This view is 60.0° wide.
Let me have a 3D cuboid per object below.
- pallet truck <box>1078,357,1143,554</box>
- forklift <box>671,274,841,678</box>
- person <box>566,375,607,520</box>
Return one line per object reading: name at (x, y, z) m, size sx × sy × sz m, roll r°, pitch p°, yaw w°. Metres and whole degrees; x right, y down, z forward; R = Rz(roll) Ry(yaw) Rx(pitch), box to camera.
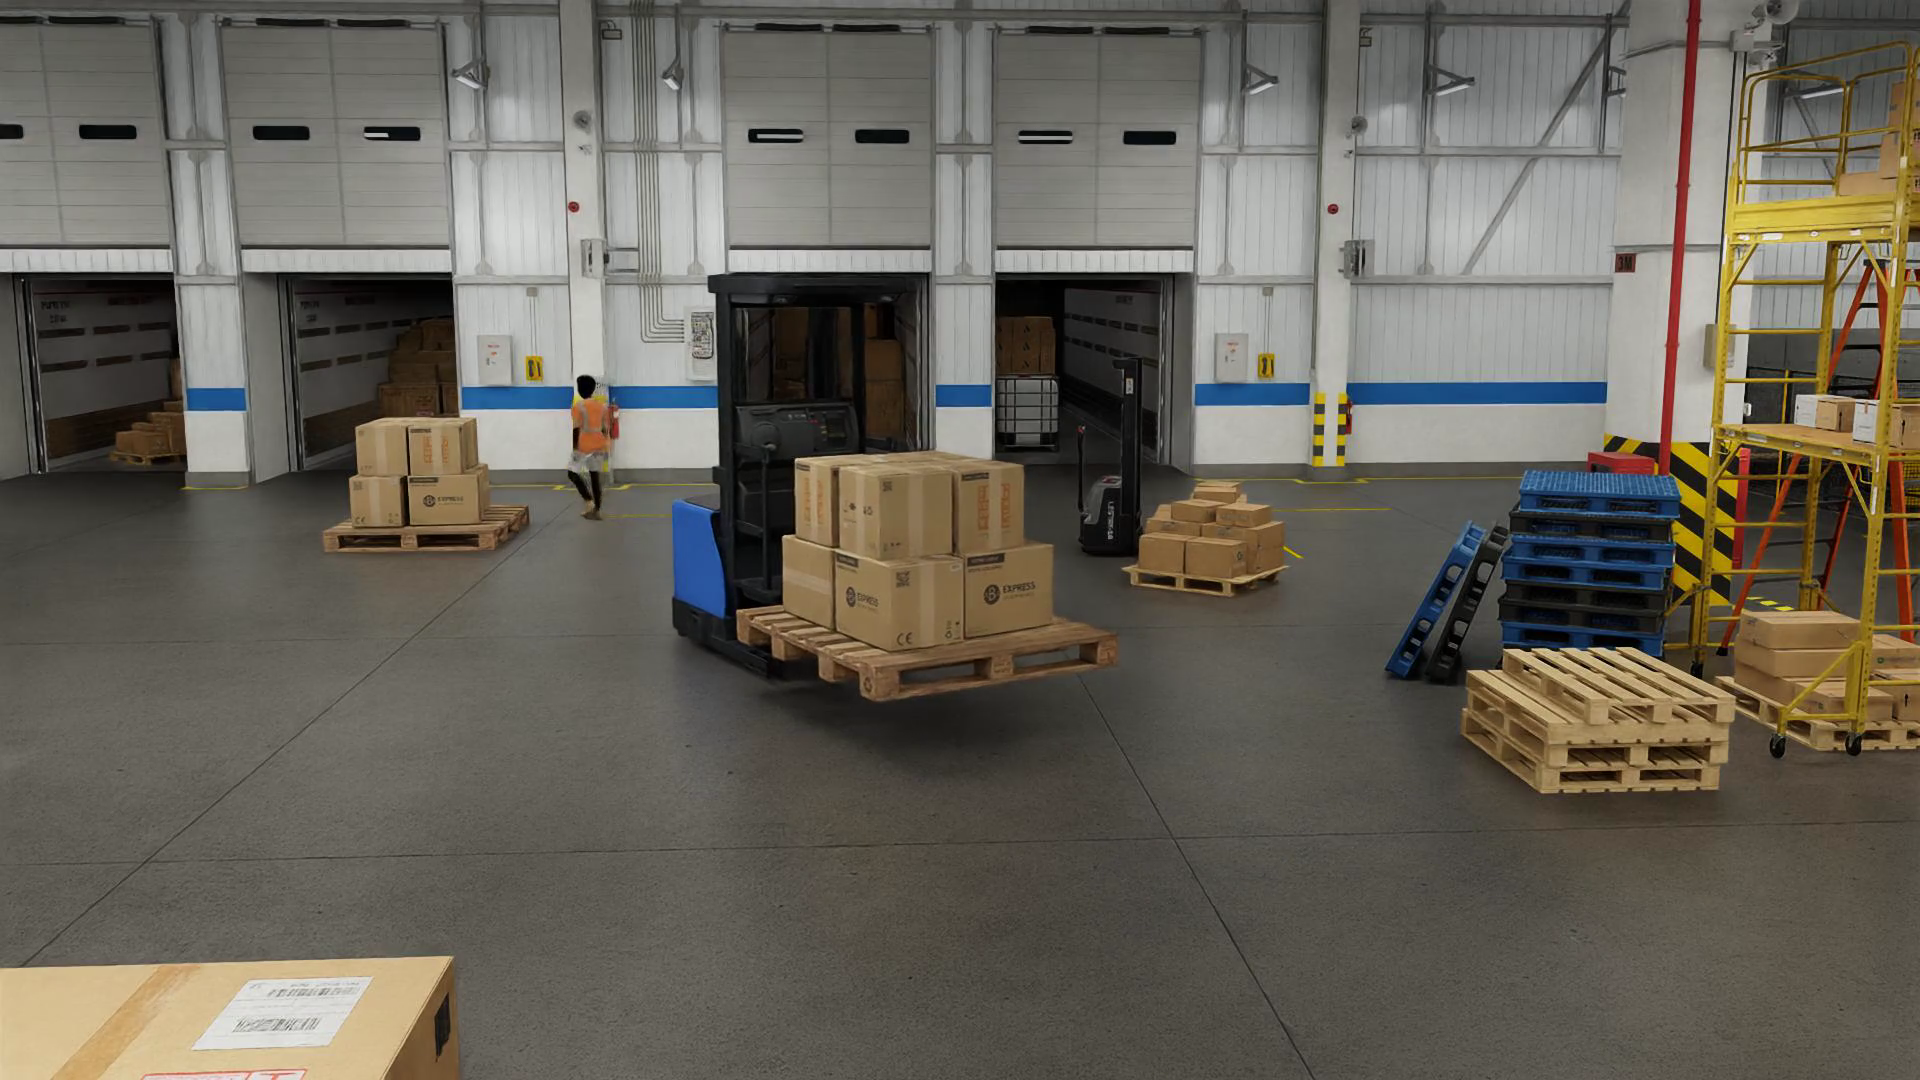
pallet truck at (2.088, -0.836, 16.757) m, size 1.885 × 1.965 × 0.823 m, roll 2°, pitch 9°, yaw 13°
forklift at (-1.353, -0.572, 12.340) m, size 1.129 × 2.768 × 1.873 m, roll -6°, pitch 11°, yaw -31°
person at (-4.275, -1.056, 19.101) m, size 0.377 × 1.683 × 0.550 m, roll 6°, pitch 11°, yaw 34°
